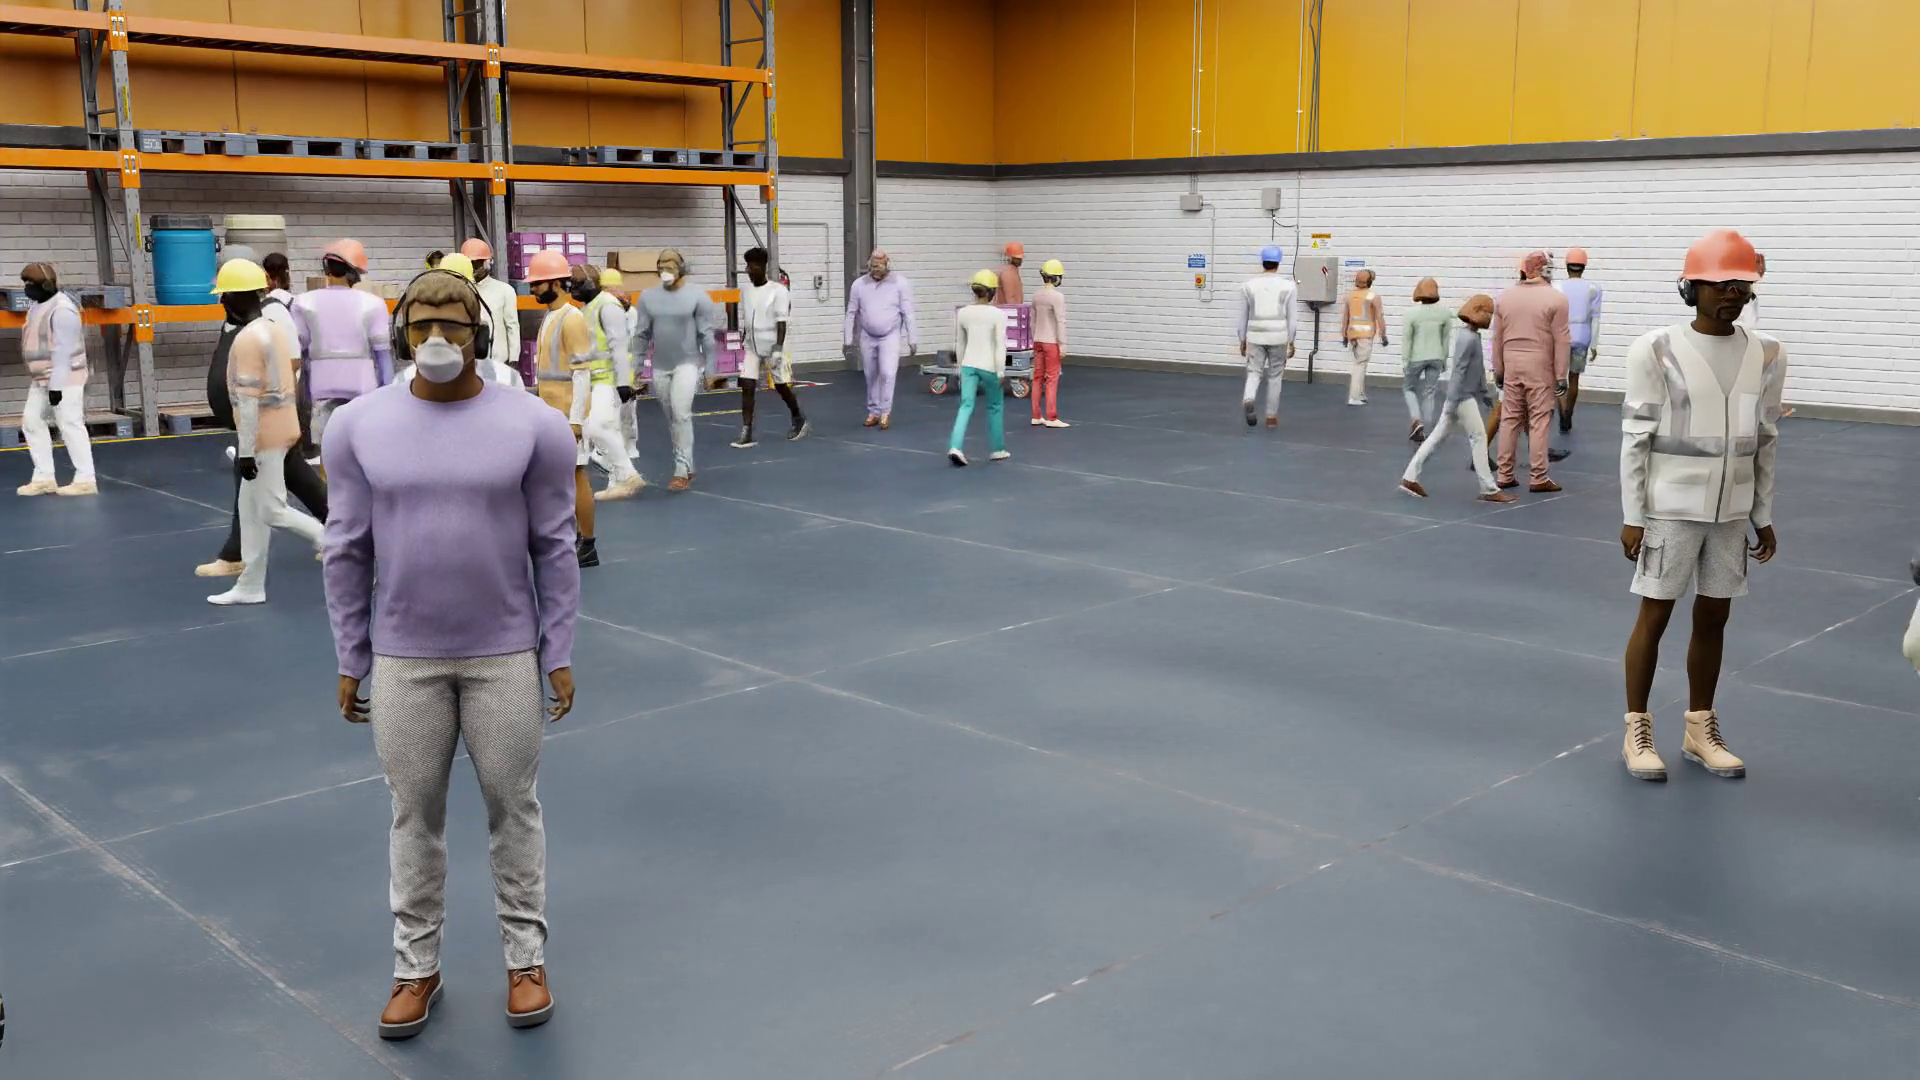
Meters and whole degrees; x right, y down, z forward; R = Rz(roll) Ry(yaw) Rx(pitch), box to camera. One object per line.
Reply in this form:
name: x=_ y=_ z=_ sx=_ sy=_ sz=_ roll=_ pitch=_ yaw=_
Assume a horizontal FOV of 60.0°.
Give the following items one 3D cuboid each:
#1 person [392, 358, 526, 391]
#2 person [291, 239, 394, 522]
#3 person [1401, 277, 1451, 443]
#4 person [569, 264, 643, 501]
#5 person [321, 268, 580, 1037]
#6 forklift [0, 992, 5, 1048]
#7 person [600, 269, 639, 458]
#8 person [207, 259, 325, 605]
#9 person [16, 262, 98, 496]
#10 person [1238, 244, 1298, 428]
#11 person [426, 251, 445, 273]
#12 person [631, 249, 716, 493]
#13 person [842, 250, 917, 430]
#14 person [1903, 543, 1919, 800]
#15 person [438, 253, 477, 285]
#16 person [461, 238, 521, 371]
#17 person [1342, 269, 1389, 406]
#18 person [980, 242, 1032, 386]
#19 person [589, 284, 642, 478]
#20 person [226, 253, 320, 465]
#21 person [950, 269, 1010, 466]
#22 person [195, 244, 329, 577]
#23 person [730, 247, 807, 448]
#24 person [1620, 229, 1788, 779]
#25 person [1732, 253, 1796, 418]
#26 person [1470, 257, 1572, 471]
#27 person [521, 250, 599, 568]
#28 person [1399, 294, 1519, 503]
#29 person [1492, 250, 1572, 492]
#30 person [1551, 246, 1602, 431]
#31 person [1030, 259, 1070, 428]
person: x=-2.206 y=-0.203 z=7.354 sx=0.619 sy=1.793 sz=0.916 roll=-3 pitch=11 yaw=-16
person: x=-4.049 y=-0.973 z=11.015 sx=0.690 sy=1.997 sz=0.761 roll=-4 pitch=11 yaw=-19
person: x=4.514 y=-1.736 z=16.161 sx=0.505 sy=1.622 sz=0.378 roll=0 pitch=10 yaw=-2
person: x=-2.719 y=-1.192 z=12.680 sx=0.445 sy=1.812 sz=0.661 roll=-6 pitch=12 yaw=-28
person: x=-1.276 y=0.292 z=4.229 sx=0.631 sy=1.940 sz=0.372 roll=-2 pitch=11 yaw=-10
forklift: x=-3.245 y=0.323 z=3.363 sx=2.313 sy=2.155 sz=1.214 roll=2 pitch=11 yaw=13
person: x=-3.100 y=-1.556 z=14.891 sx=0.493 sy=1.714 sz=0.691 roll=-1 pitch=10 yaw=-4
person: x=-3.696 y=-0.569 z=9.031 sx=0.812 sy=1.904 sz=0.590 roll=-2 pitch=11 yaw=-10
person: x=-7.018 y=-1.210 z=12.763 sx=0.641 sy=1.811 sz=0.693 roll=10 pitch=14 yaw=43
person: x=3.200 y=-2.105 z=17.344 sx=0.609 sy=1.930 sz=0.658 roll=4 pitch=11 yaw=21
person: x=-5.605 y=-2.181 z=17.946 sx=0.541 sy=1.861 sz=0.327 roll=-10 pitch=14 yaw=-44
person: x=-2.310 y=-1.332 z=13.178 sx=0.639 sy=1.908 sz=0.836 roll=4 pitch=11 yaw=19
person: x=-0.851 y=-2.092 z=17.428 sx=0.778 sy=1.860 sz=0.752 roll=2 pitch=11 yaw=11
person: x=3.597 y=0.041 z=5.854 sx=0.387 sy=1.844 sz=0.541 roll=-6 pitch=12 yaw=-30
person: x=-3.864 y=-1.192 z=12.466 sx=0.549 sy=1.881 sz=0.727 roll=-2 pitch=11 yaw=-12
person: x=-3.998 y=-1.515 z=13.930 sx=0.623 sy=1.992 sz=0.397 roll=1 pitch=10 yaw=7
person: x=4.860 y=-2.411 z=19.837 sx=0.618 sy=1.619 sz=0.522 roll=-6 pitch=12 yaw=-31
person: x=0.671 y=-3.002 z=22.232 sx=1.055 sy=1.927 sz=0.630 roll=3 pitch=11 yaw=15
person: x=-2.810 y=-1.292 z=13.716 sx=0.373 sy=1.622 sz=0.530 roll=-5 pitch=11 yaw=-25
person: x=-5.934 y=-1.538 z=14.388 sx=0.602 sy=1.885 sz=0.957 roll=6 pitch=12 yaw=28
person: x=0.172 y=-1.524 z=14.707 sx=0.527 sy=1.726 sz=0.906 roll=5 pitch=12 yaw=27
person: x=-4.134 y=-0.825 z=10.045 sx=0.975 sy=2.000 sz=0.706 roll=-7 pitch=13 yaw=-34
person: x=-1.851 y=-1.879 z=16.128 sx=0.597 sy=1.926 sz=0.989 roll=6 pitch=12 yaw=29
person: x=2.757 y=-0.119 z=6.186 sx=0.607 sy=2.044 sz=0.376 roll=-1 pitch=10 yaw=-7
person: x=8.490 y=-2.154 z=17.860 sx=0.983 sy=1.830 sz=0.607 roll=5 pitch=11 yaw=23
person: x=4.854 y=-1.506 z=14.222 sx=0.956 sy=1.865 sz=0.577 roll=0 pitch=10 yaw=-1
person: x=-2.438 y=-0.784 z=10.107 sx=0.377 sy=1.932 sz=0.552 roll=-6 pitch=12 yaw=-31
person: x=3.799 y=-1.077 z=12.664 sx=0.881 sy=1.585 sz=0.511 roll=3 pitch=11 yaw=17
person: x=4.543 y=-1.334 z=13.192 sx=0.401 sy=1.904 sz=0.648 roll=-9 pitch=13 yaw=-39
person: x=6.316 y=-2.068 z=17.182 sx=0.548 sy=1.915 sz=0.828 roll=2 pitch=11 yaw=12
person: x=0.951 y=-2.069 z=17.576 sx=0.331 sy=1.768 sz=0.527 roll=-7 pitch=12 yaw=-33
